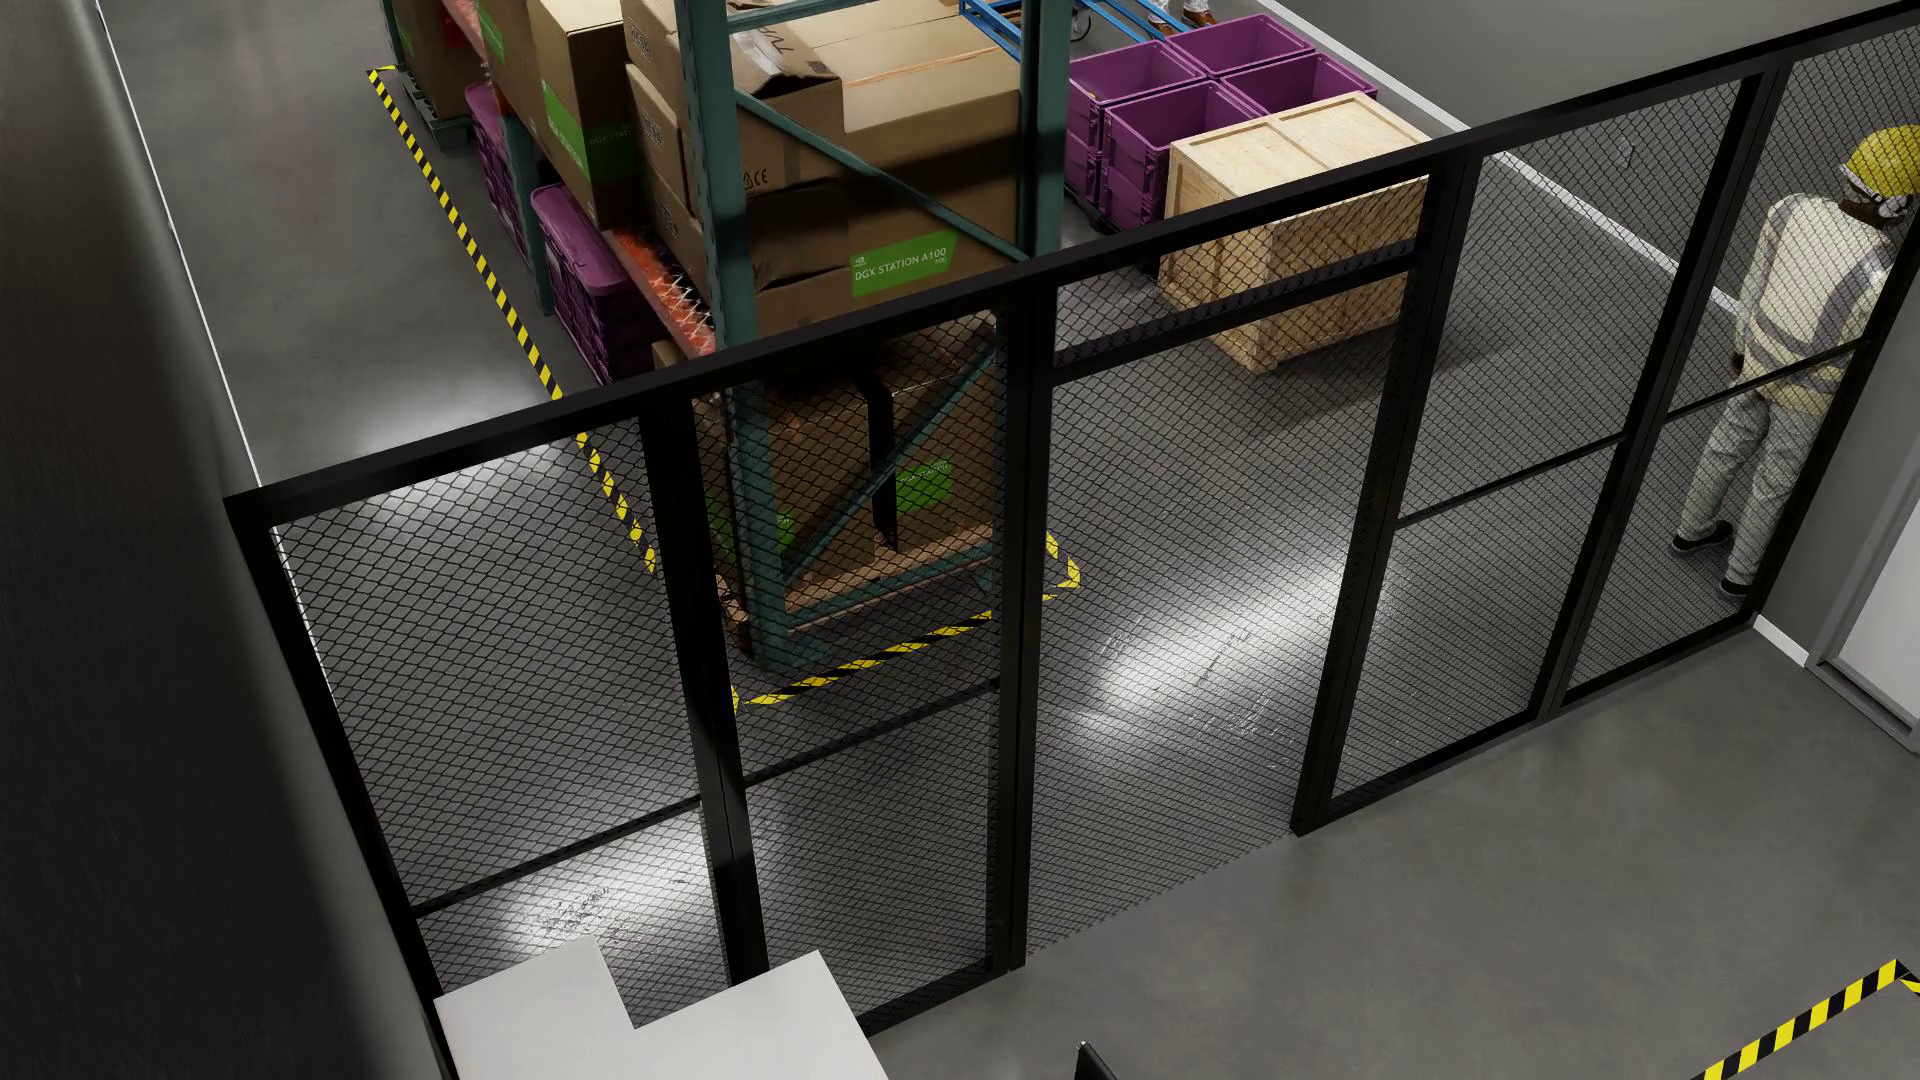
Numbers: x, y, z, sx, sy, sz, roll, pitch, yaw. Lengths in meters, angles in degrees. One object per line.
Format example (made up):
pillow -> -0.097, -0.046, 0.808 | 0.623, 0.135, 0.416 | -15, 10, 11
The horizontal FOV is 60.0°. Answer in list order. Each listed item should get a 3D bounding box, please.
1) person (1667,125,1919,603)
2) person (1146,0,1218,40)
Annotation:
person -> 2.861, -0.568, 5.644 | 0.404, 1.832, 0.598 | -14, 44, -15
person -> 1.273, -3.623, 8.908 | 0.635, 1.938, 0.360 | -22, 47, -22
